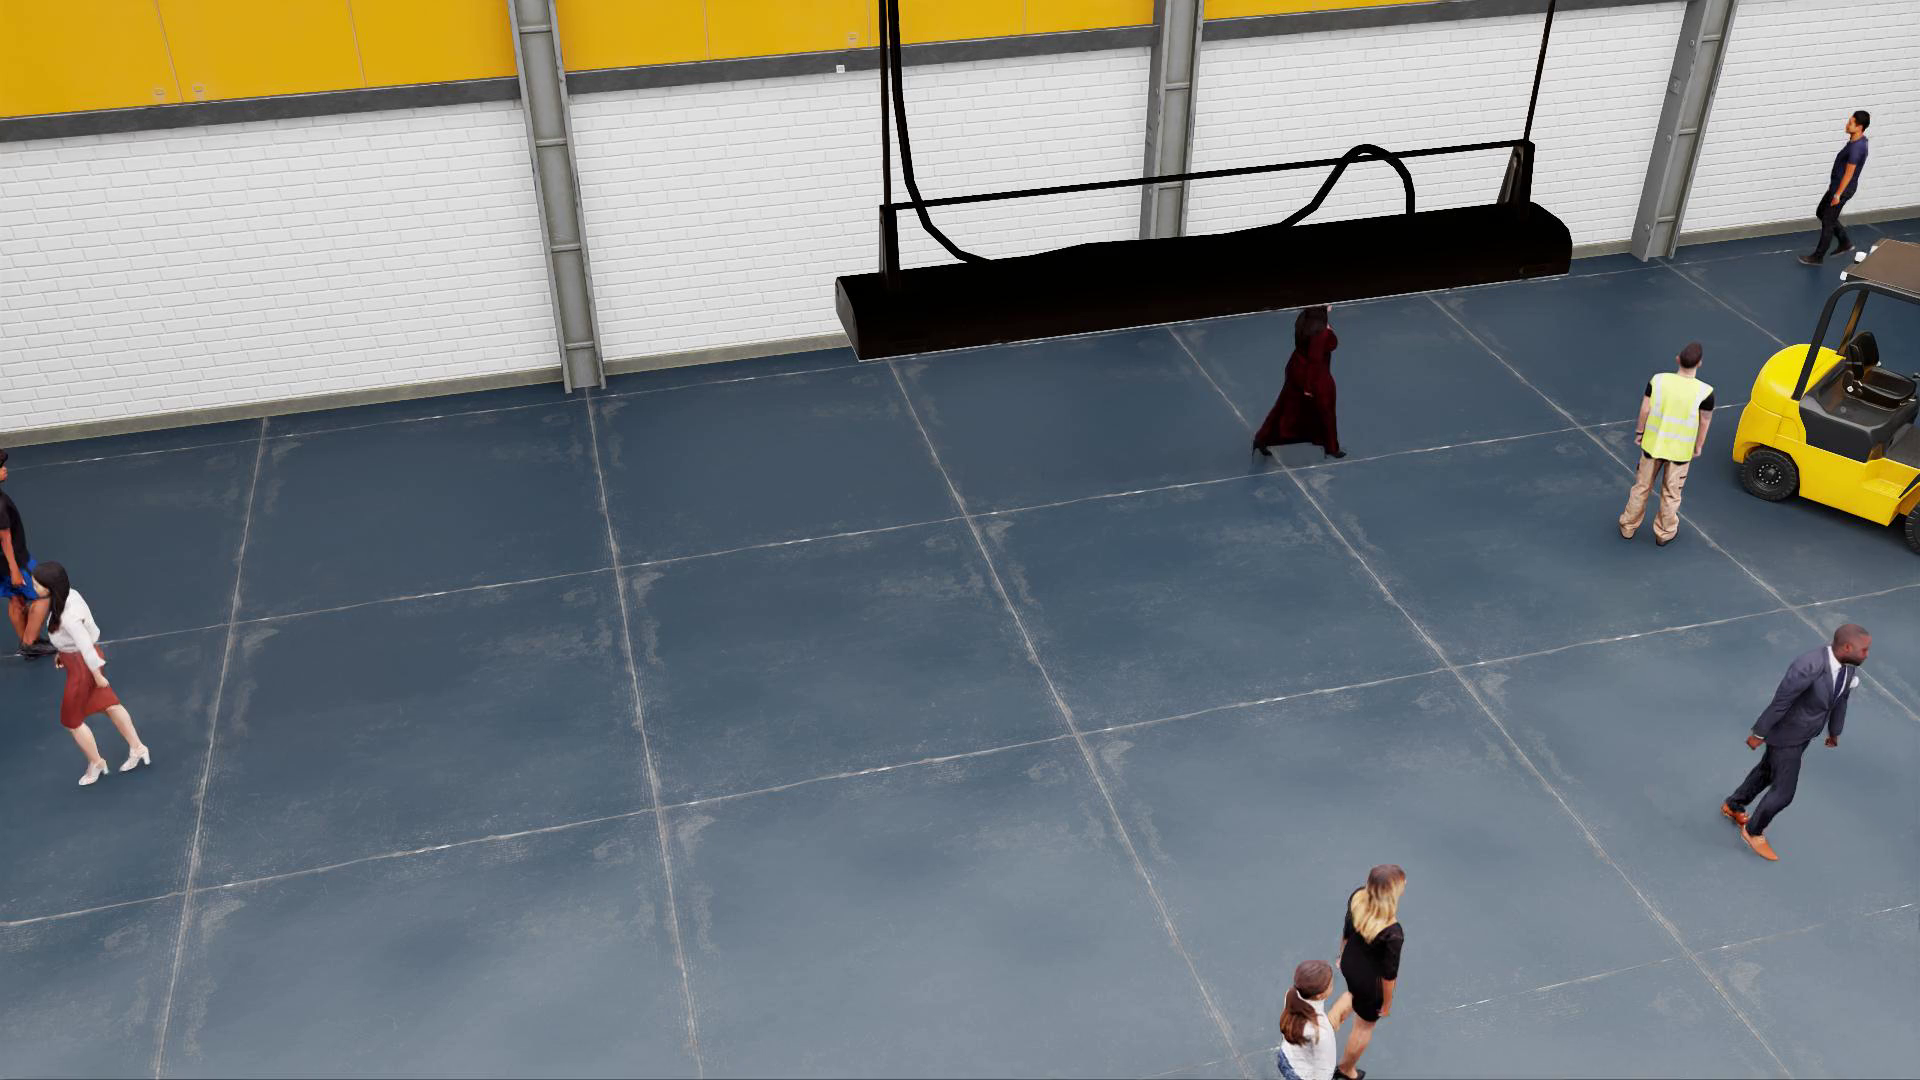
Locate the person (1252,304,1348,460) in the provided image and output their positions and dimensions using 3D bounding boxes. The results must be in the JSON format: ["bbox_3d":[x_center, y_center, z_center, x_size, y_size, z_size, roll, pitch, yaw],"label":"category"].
[{"bbox_3d":[2.978,-1.422,14.673,1.065,1.714,0.676,-7,34,-10],"label":"person"}]

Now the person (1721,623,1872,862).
[{"bbox_3d":[5.250,1.207,10.645,0.805,1.795,0.888,-14,36,-20],"label":"person"}]

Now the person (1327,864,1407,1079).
[{"bbox_3d":[2.119,2.391,8.980,0.708,1.665,0.624,-14,36,-21],"label":"person"}]

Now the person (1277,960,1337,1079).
[{"bbox_3d":[1.704,2.752,8.548,0.921,1.542,0.582,-13,36,-19],"label":"person"}]

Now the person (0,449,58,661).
[{"bbox_3d":[-7.087,0.162,12.233,0.752,1.777,0.796,27,42,34],"label":"person"}]

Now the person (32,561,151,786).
[{"bbox_3d":[-5.805,0.869,11.209,0.732,1.732,0.660,-14,36,-20],"label":"person"}]

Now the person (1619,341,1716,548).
[{"bbox_3d":[5.799,-0.791,13.603,0.855,1.848,0.914,18,38,25],"label":"person"}]

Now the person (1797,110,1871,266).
[{"bbox_3d":[9.752,-3.842,18.254,0.949,1.781,0.883,13,36,19],"label":"person"}]
